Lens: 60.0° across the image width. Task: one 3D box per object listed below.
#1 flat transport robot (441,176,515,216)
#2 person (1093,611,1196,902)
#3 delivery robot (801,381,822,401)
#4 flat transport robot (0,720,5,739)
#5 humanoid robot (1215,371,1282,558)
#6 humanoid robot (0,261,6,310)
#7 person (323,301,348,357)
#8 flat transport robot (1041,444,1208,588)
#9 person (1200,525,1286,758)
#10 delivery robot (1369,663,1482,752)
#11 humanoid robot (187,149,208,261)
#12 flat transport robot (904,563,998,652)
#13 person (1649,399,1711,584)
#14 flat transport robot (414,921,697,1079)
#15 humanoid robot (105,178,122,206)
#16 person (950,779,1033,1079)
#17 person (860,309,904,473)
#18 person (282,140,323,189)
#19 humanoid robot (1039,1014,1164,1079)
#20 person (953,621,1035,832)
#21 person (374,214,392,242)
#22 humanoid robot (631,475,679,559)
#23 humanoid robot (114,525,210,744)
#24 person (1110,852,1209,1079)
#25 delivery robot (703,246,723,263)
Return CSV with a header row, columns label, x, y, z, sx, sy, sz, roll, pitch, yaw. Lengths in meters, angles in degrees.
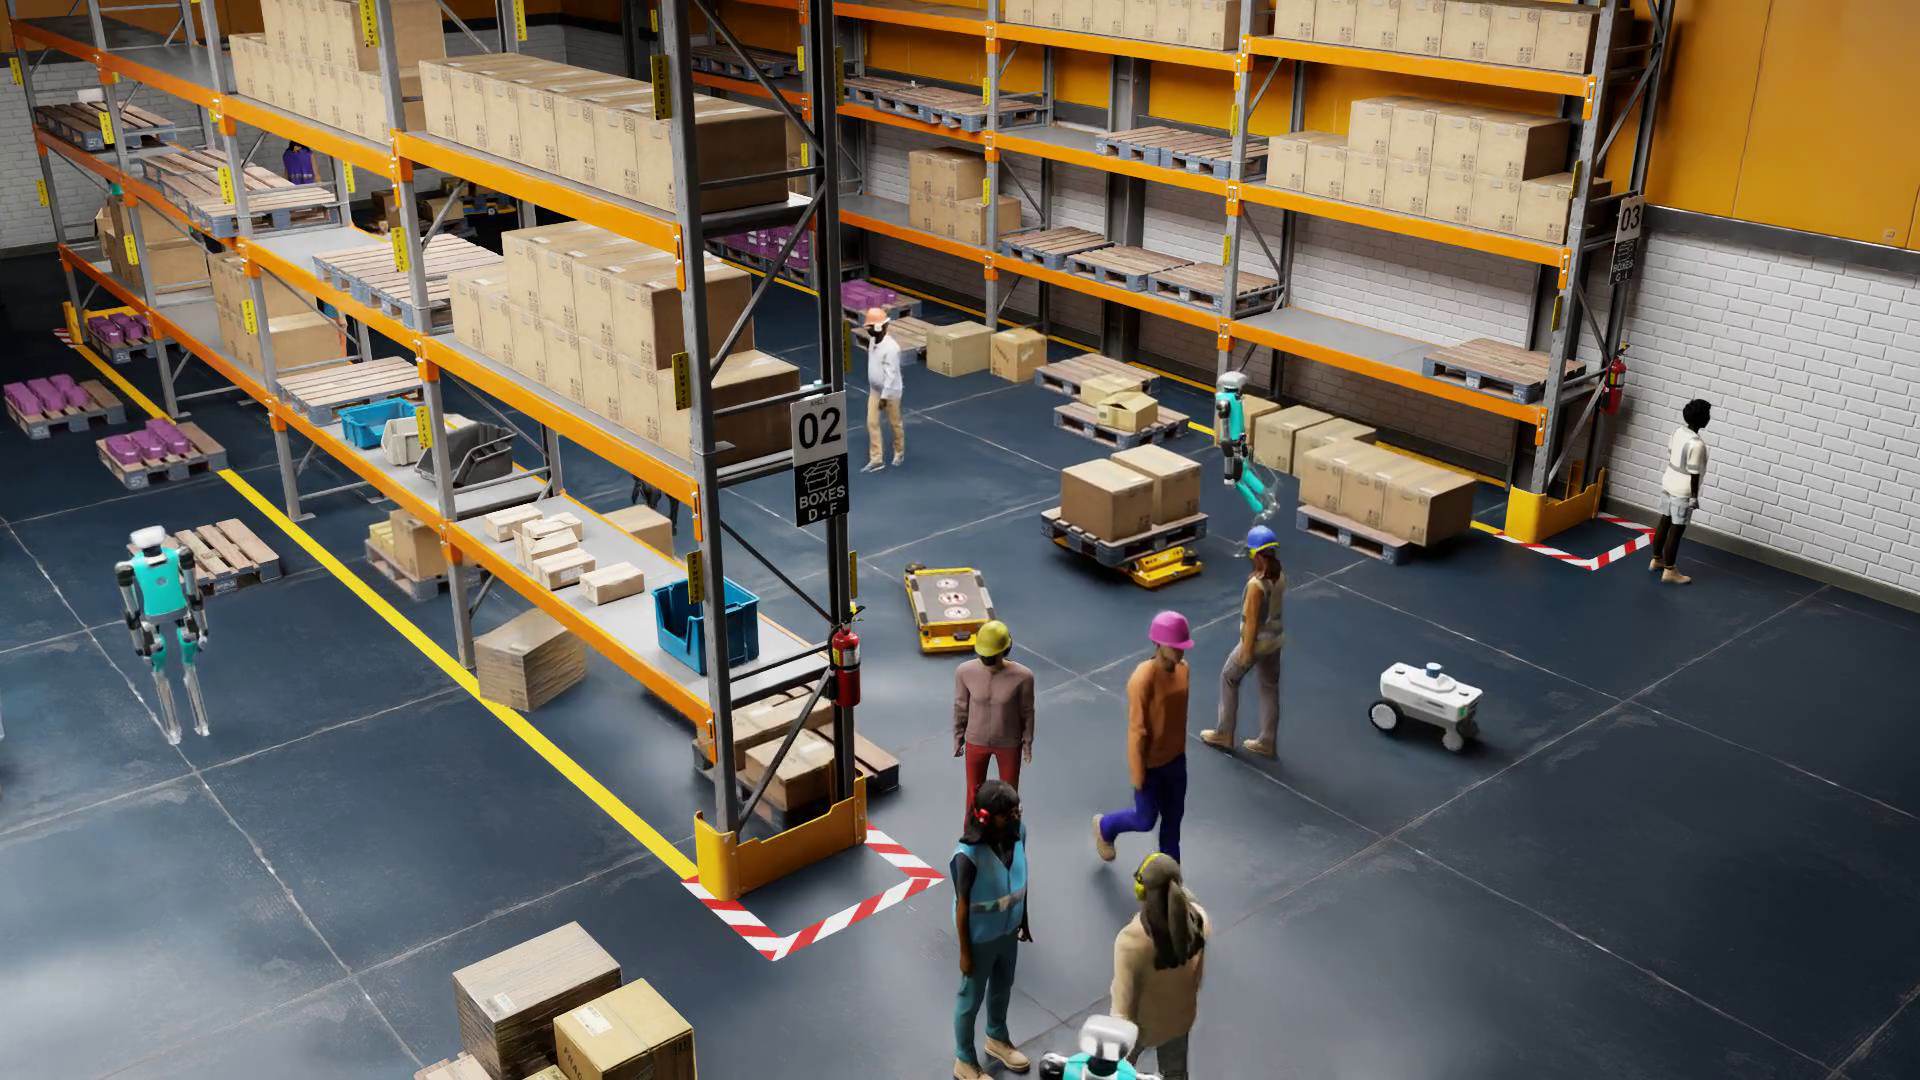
label,x,y,z,sx,sy,sz,roll,pitch,yaw
flat transport robot,-8.587,-5.835,29.156,1.431,0.231,0.659,-9,25,-21
person,1.211,1.322,10.445,0.517,1.969,0.726,-18,29,-36
delivery robot,-1.583,-1.499,18.738,0.499,0.583,0.777,-5,24,-11
flat transport robot,-7.625,1.621,11.890,1.431,0.231,0.659,16,28,32
humanoid robot,2.680,-0.652,15.319,0.745,1.780,0.536,9,25,21
humanoid robot,-13.603,-3.927,22.995,0.609,1.634,0.708,-1,23,-3
person,-7.532,-2.759,20.141,0.323,1.768,0.494,-10,25,-22
flat transport robot,1.522,0.058,15.508,0.659,0.231,1.431,-16,28,-33
person,2.102,0.727,12.092,0.680,1.746,0.477,20,30,38
delivery robot,3.512,1.208,12.488,0.801,0.598,0.499,19,30,37
humanoid robot,-11.921,-5.127,25.790,0.707,1.893,0.542,17,29,34
flat transport robot,-0.080,0.566,14.334,0.659,0.231,1.431,-3,24,-7
person,6.463,-0.448,14.877,0.321,1.697,0.529,0,23,0
flat transport robot,-2.079,3.096,8.474,1.431,0.231,0.659,-18,29,-36
humanoid robot,-12.515,-4.670,24.594,0.530,1.769,0.729,11,26,24
person,0.154,2.080,8.830,0.506,1.861,0.387,-20,30,-38
person,-0.822,-1.576,17.474,0.544,1.705,0.636,20,31,39
person,-10.432,-5.587,26.487,0.543,1.928,0.421,-1,23,-1
humanoid robot,0.634,2.789,7.408,0.555,1.856,0.700,6,24,14
person,0.215,1.310,10.723,0.530,1.765,0.325,3,24,8
person,-7.544,-3.471,21.931,0.459,1.645,0.353,-19,30,-38
humanoid robot,-2.707,-0.557,15.170,0.612,1.644,0.450,-9,25,-19
humanoid robot,-5.848,0.682,12.225,0.536,1.806,0.717,-18,29,-35
person,0.967,2.342,8.253,0.566,1.840,0.857,-11,26,-24
delivery robot,-3.805,-4.047,24.679,0.499,0.614,0.803,-18,29,-36
